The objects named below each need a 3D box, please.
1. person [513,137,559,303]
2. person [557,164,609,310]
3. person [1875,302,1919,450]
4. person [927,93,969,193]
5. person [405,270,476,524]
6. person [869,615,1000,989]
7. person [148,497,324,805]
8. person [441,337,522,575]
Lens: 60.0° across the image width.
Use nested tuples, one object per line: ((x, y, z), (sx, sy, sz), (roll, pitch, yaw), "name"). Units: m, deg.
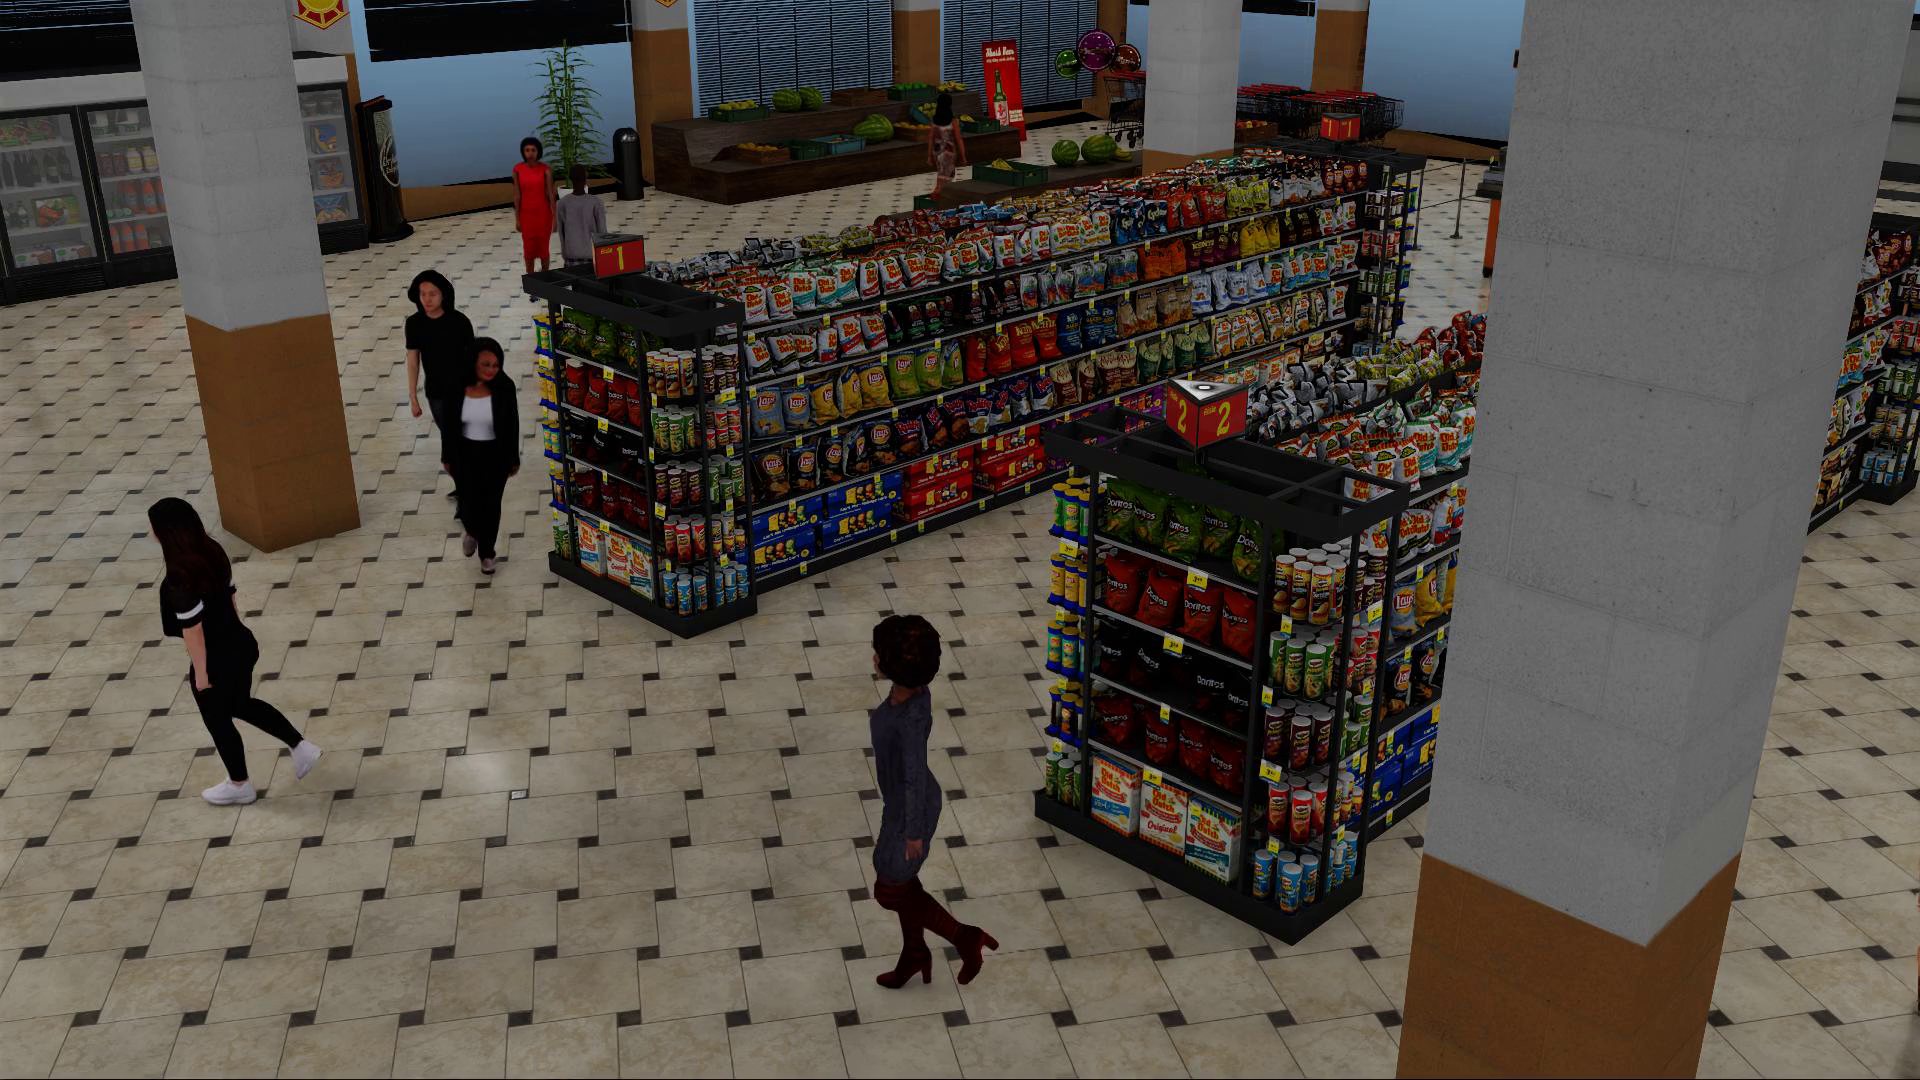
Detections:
((-4.551, -3.455, 17.889), (0.909, 1.722, 0.936), (-3, 22, -8), "person")
((-3.615, -2.730, 16.019), (0.685, 1.772, 0.752), (-1, 22, -2), "person")
((7.272, -1.373, 12.884), (0.480, 1.591, 0.646), (-19, 29, -39), "person")
((-0.249, -5.022, 21.962), (0.751, 1.594, 1.177), (15, 26, 33), "person")
((-3.615, -1.067, 11.872), (1.042, 1.778, 1.119), (2, 22, 4), "person")
((-0.120, 1.089, 6.609), (0.873, 1.701, 0.810), (0, 22, -1), "person")
((-3.510, 0.563, 8.027), (0.960, 1.619, 0.906), (1, 22, 3), "person")
((-3.119, -0.564, 10.883), (0.829, 1.581, 0.891), (-5, 22, -12), "person")
